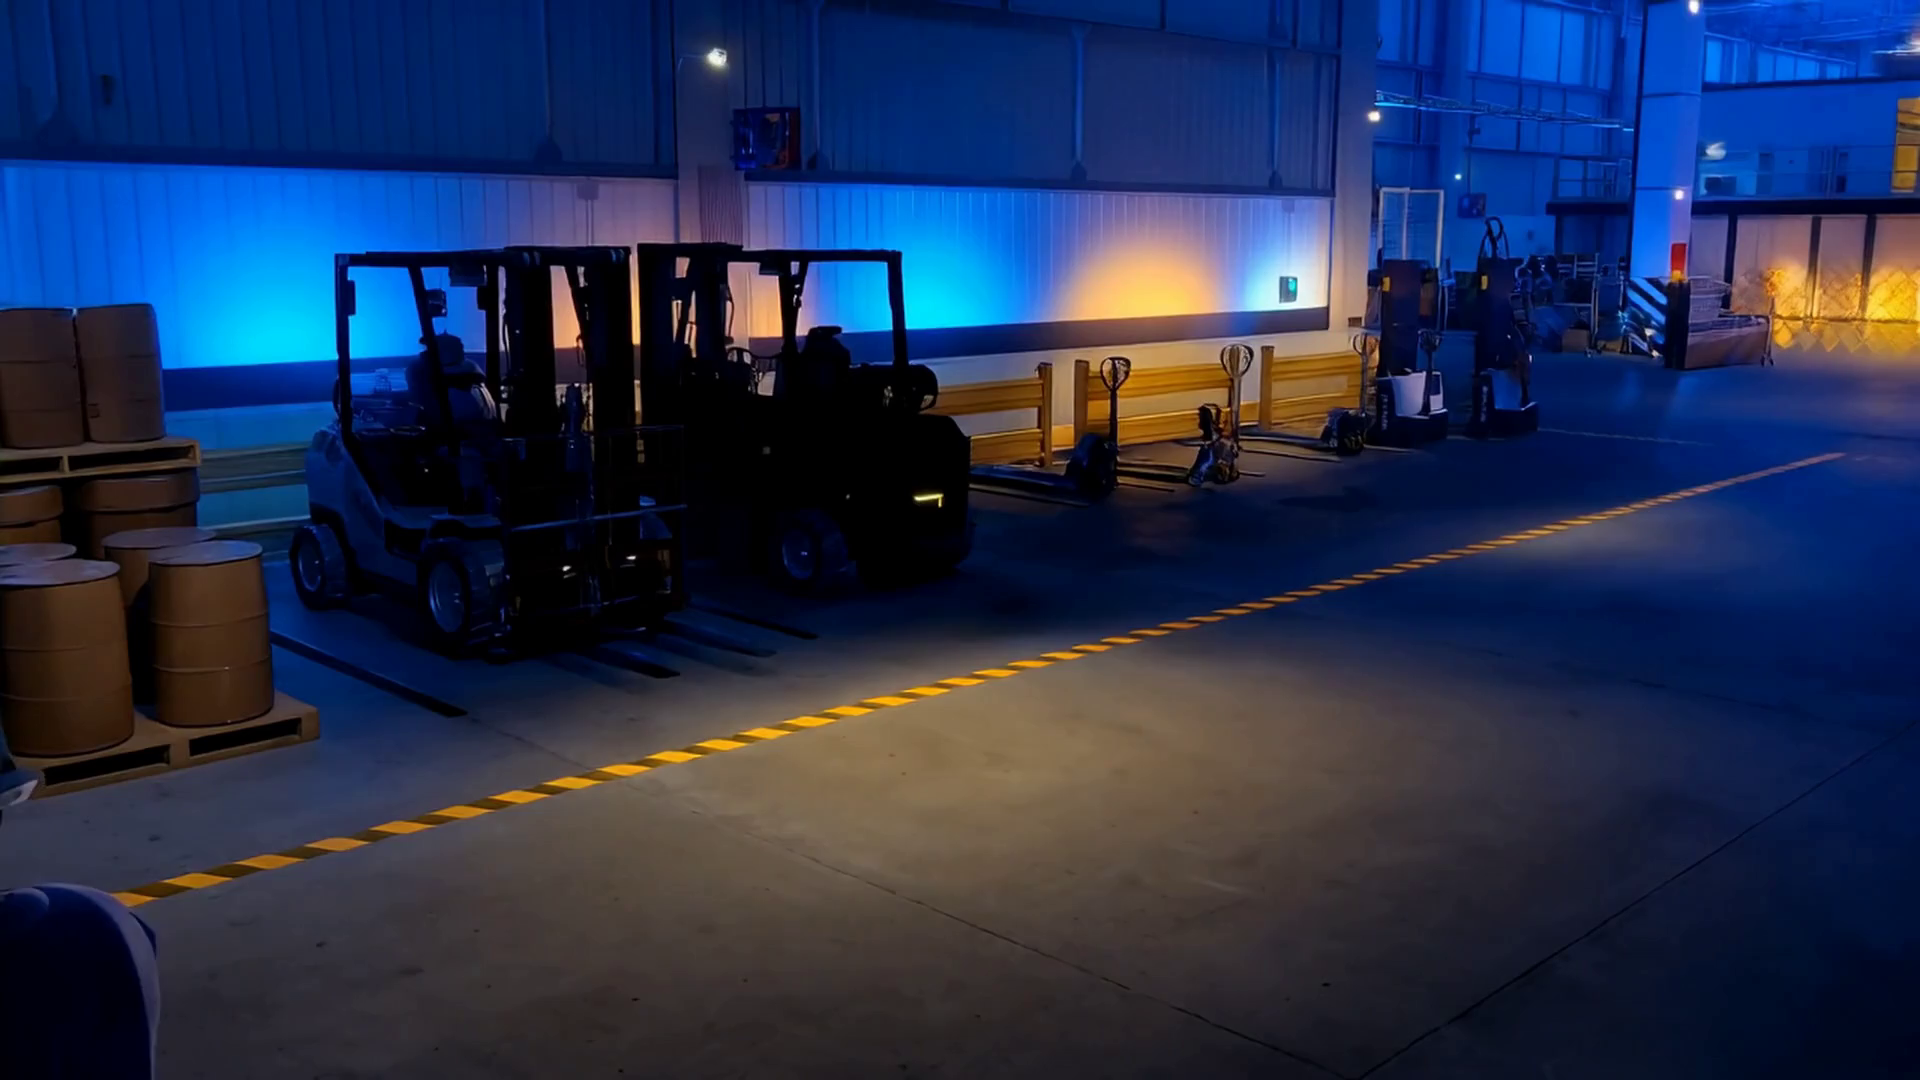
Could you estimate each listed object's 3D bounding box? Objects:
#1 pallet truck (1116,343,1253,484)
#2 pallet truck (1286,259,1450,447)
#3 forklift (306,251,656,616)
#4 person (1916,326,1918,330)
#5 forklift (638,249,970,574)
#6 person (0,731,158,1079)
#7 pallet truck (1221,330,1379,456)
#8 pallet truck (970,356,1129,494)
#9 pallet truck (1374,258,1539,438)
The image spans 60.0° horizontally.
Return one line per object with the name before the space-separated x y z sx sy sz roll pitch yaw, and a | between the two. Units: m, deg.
pallet truck | 1.962 -1.215 15.415 1.522 1.261 0.704 10 14 43
pallet truck | 4.493 -2.078 18.196 0.823 1.965 1.885 -9 14 -40
forklift | -2.833 -0.669 9.694 1.157 1.987 2.680 -10 14 -44
person | 22.427 -5.597 37.828 0.578 1.829 0.985 -10 14 -44
forklift | -1.173 -0.958 11.239 2.680 1.987 1.157 10 14 43
person | -1.072 1.009 1.814 0.404 1.829 0.600 -1 10 -4
pallet truck | 3.563 -1.581 17.381 0.653 1.274 1.630 -10 14 -44
pallet truck | 0.784 -1.085 14.876 0.680 1.201 1.601 -10 14 -44
pallet truck | 5.704 -2.208 18.901 1.885 1.965 0.823 10 14 43
